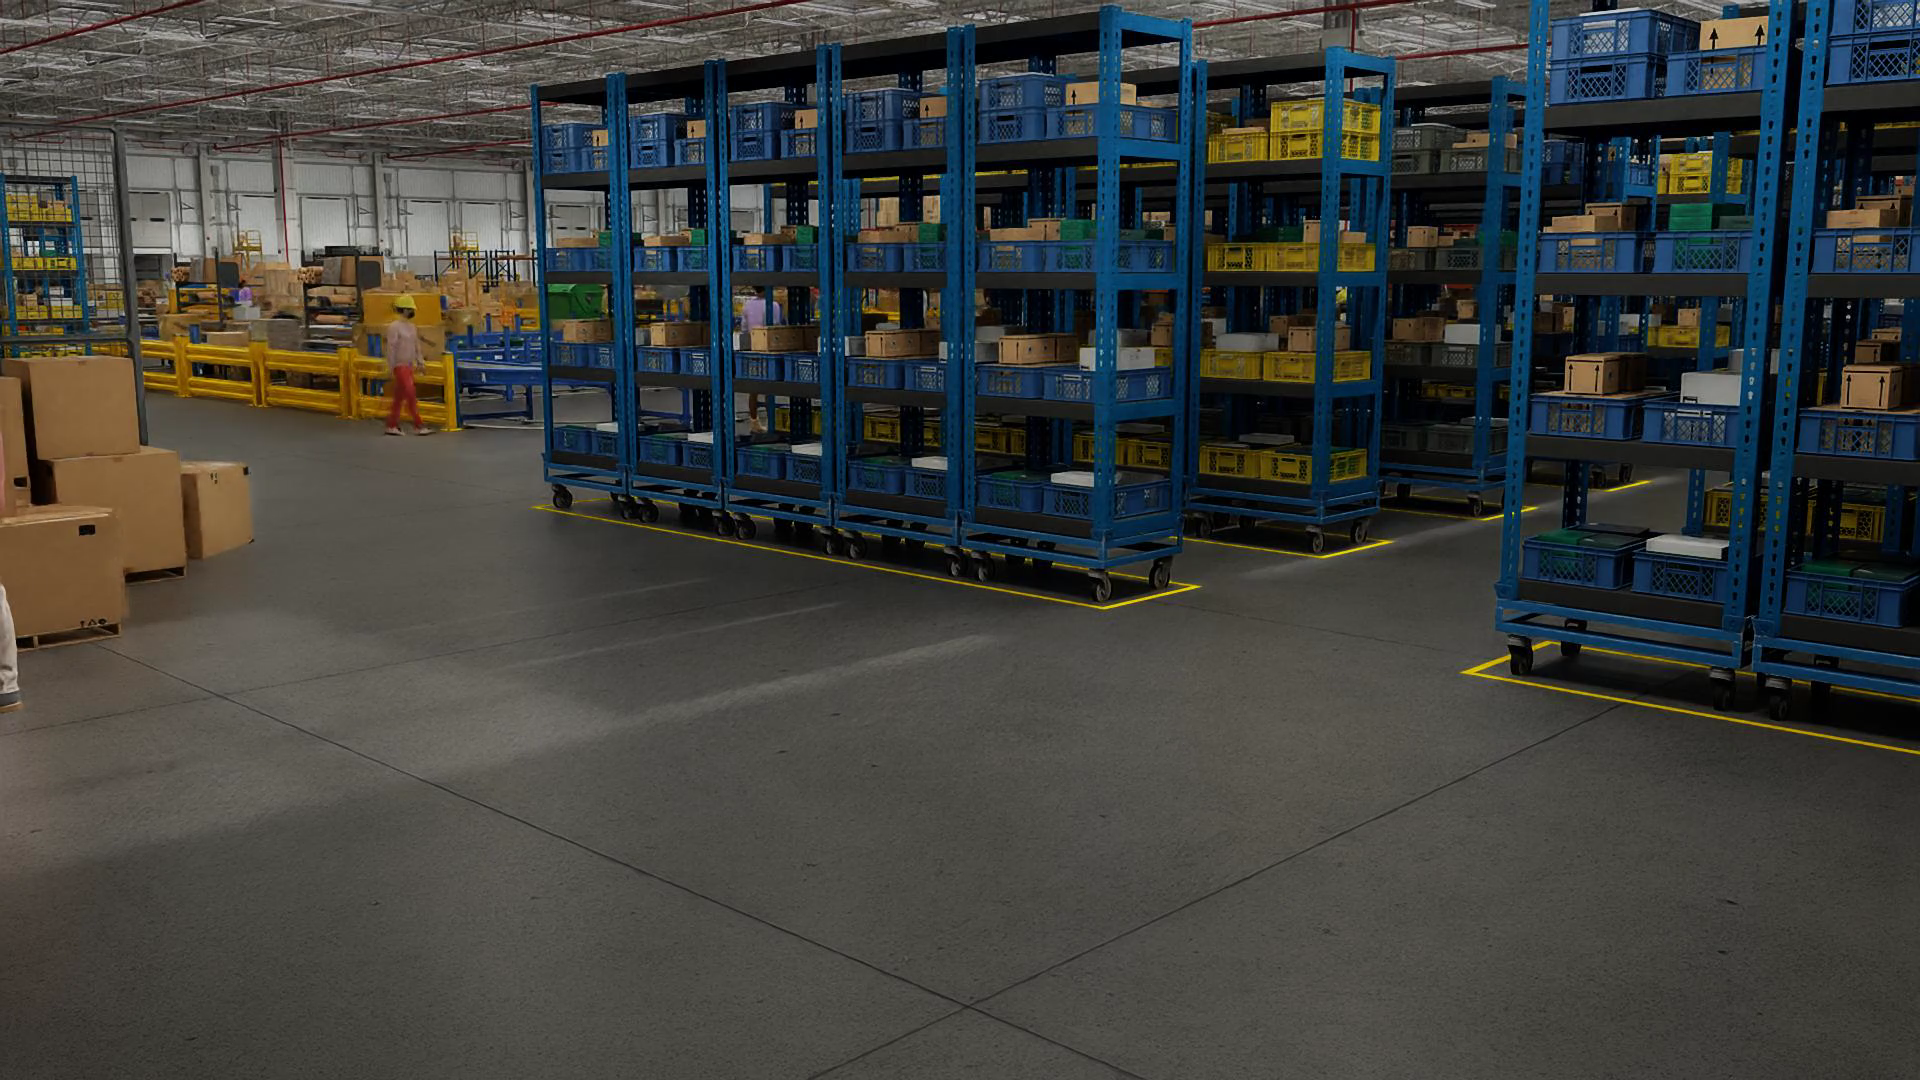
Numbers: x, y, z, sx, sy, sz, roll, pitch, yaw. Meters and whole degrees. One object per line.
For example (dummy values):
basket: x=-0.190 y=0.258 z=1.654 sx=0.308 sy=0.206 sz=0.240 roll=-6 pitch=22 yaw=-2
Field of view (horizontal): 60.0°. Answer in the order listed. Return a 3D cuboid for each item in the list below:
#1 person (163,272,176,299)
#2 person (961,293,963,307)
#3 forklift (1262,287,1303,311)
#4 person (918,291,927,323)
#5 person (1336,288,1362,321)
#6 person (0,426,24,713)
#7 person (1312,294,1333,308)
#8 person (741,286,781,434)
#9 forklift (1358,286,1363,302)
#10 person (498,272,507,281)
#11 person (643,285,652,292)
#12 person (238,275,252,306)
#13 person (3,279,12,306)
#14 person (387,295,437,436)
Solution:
person: x=-32.651 y=-10.127 z=68.889 sx=0.614 sy=1.945 sz=0.403 roll=-4 pitch=10 yaw=-24
person: x=-0.216 y=-7.799 z=55.677 sx=0.523 sy=1.585 sz=0.825 roll=-7 pitch=11 yaw=-36
forklift: x=10.769 y=-8.203 z=54.240 sx=1.129 sy=2.768 sz=1.873 roll=8 pitch=12 yaw=42
person: x=-1.029 y=-5.627 z=41.703 sx=0.403 sy=1.818 sz=0.600 roll=-4 pitch=10 yaw=-23
person: x=4.615 y=-2.090 z=19.954 sx=0.591 sy=1.837 sz=0.403 roll=-1 pitch=9 yaw=-8
person: x=-4.635 y=-0.171 z=7.698 sx=0.396 sy=1.993 sz=0.618 roll=-7 pitch=11 yaw=-35
person: x=5.430 y=-2.923 z=25.026 sx=0.379 sy=1.844 sz=0.570 roll=-2 pitch=9 yaw=-10
person: x=-2.451 y=-2.335 z=20.816 sx=0.605 sy=2.045 sz=0.388 roll=6 pitch=11 yaw=34
forklift: x=11.100 y=-7.017 z=46.970 sx=1.873 sy=2.768 sz=1.129 roll=9 pitch=13 yaw=43
person: x=-25.615 y=-14.036 z=92.949 sx=0.587 sy=1.919 sz=0.394 roll=-4 pitch=10 yaw=-22
person: x=-14.393 y=-11.286 z=76.409 sx=0.998 sy=1.812 sz=0.504 roll=-6 pitch=11 yaw=-32
person: x=-19.049 y=-6.106 z=44.330 sx=0.402 sy=1.949 sz=0.551 roll=-8 pitch=12 yaw=-42
person: x=-46.066 y=-11.986 z=80.611 sx=0.627 sy=1.844 sz=0.429 roll=5 pitch=11 yaw=29
person: x=-6.766 y=-2.138 z=20.525 sx=0.846 sy=1.728 sz=0.542 roll=2 pitch=9 yaw=12
